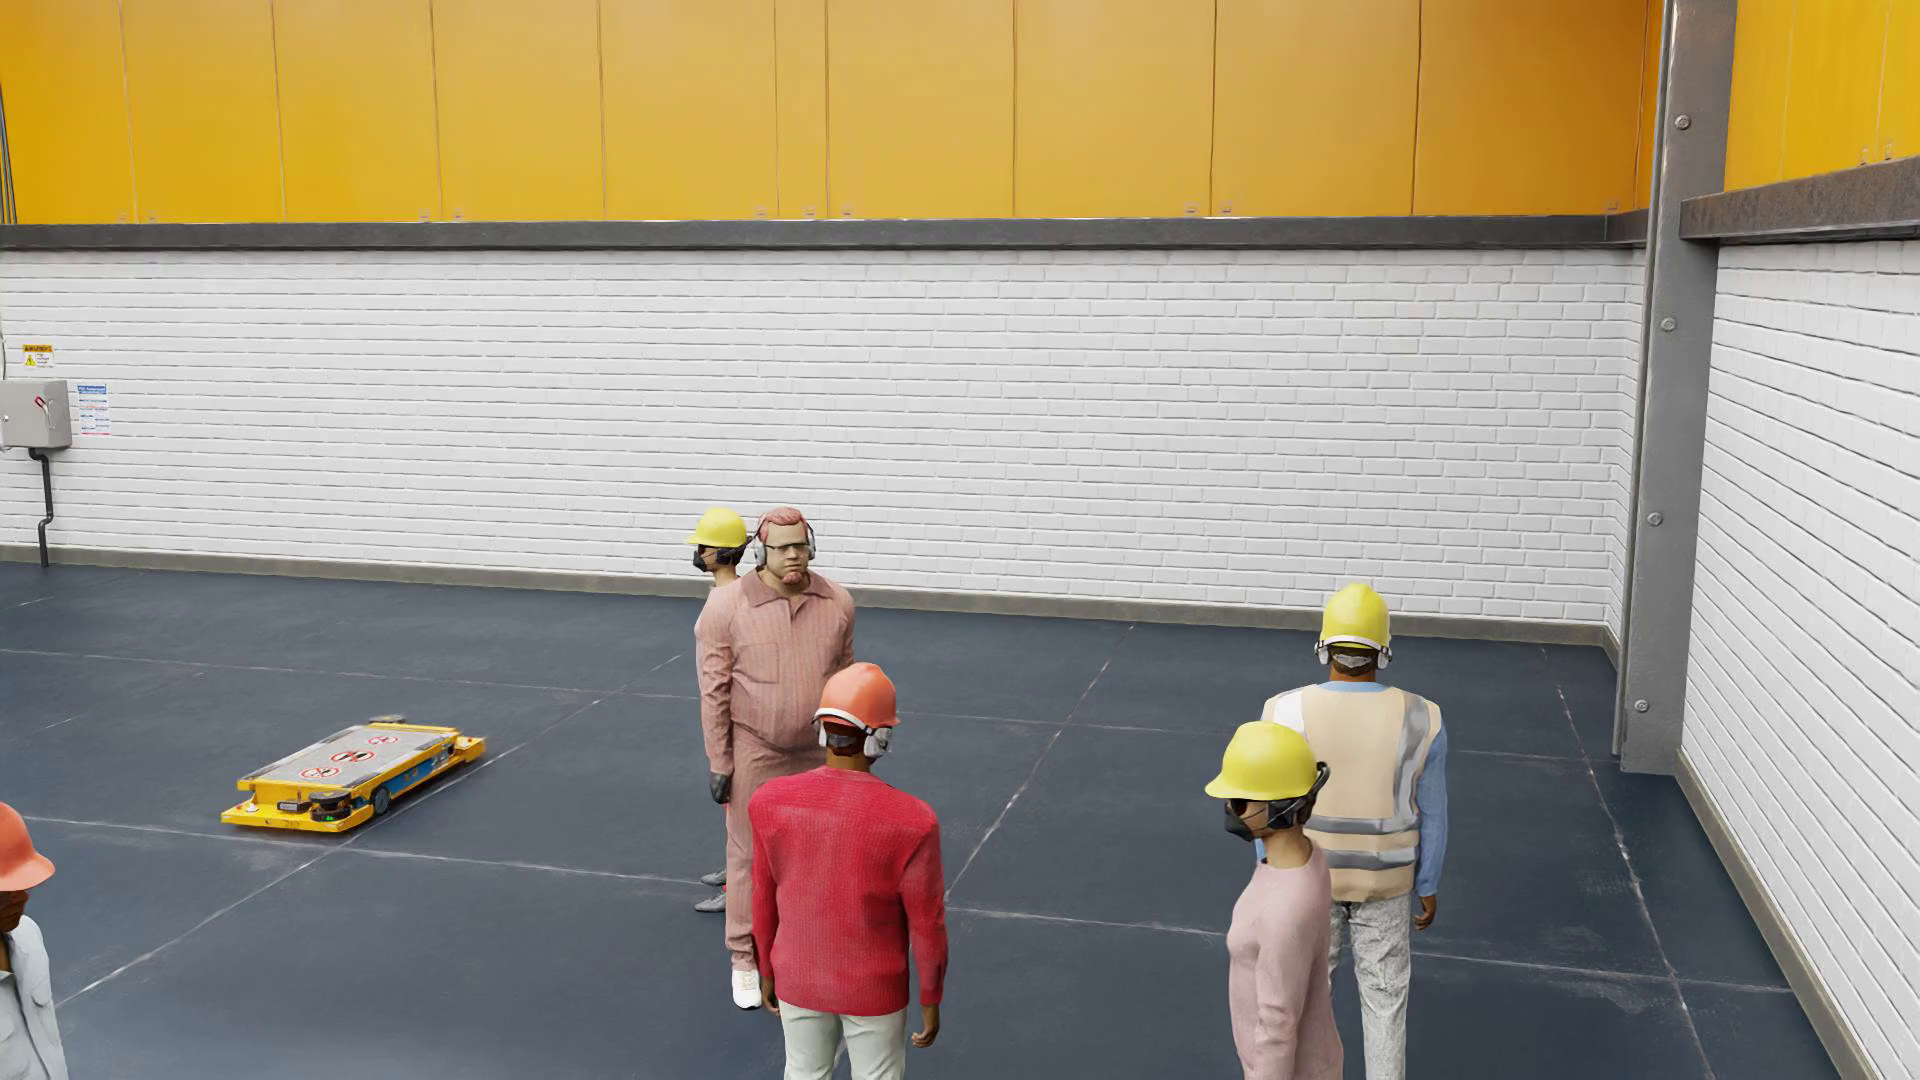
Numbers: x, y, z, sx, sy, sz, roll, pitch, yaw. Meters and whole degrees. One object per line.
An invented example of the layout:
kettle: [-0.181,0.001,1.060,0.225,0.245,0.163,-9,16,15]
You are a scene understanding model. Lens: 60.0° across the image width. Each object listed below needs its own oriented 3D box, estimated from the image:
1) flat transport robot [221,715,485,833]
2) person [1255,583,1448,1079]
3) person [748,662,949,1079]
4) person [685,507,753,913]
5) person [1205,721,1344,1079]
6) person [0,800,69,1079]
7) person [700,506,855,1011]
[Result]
flat transport robot: [-3.177,1.215,8.822,0.652,0.197,1.431,2,10,13]
person: [1.224,1.041,5.252,0.590,1.833,0.404,2,10,10]
person: [-0.301,1.196,4.620,0.575,1.739,0.350,3,10,17]
person: [-1.027,0.733,7.258,0.306,1.772,0.525,0,10,-2]
person: [0.748,1.291,4.008,0.342,1.762,0.527,2,10,14]
person: [-2.021,1.378,3.505,0.342,1.748,0.572,-1,10,-3]
person: [-0.662,0.816,6.356,0.638,1.911,0.406,-5,11,-27]
